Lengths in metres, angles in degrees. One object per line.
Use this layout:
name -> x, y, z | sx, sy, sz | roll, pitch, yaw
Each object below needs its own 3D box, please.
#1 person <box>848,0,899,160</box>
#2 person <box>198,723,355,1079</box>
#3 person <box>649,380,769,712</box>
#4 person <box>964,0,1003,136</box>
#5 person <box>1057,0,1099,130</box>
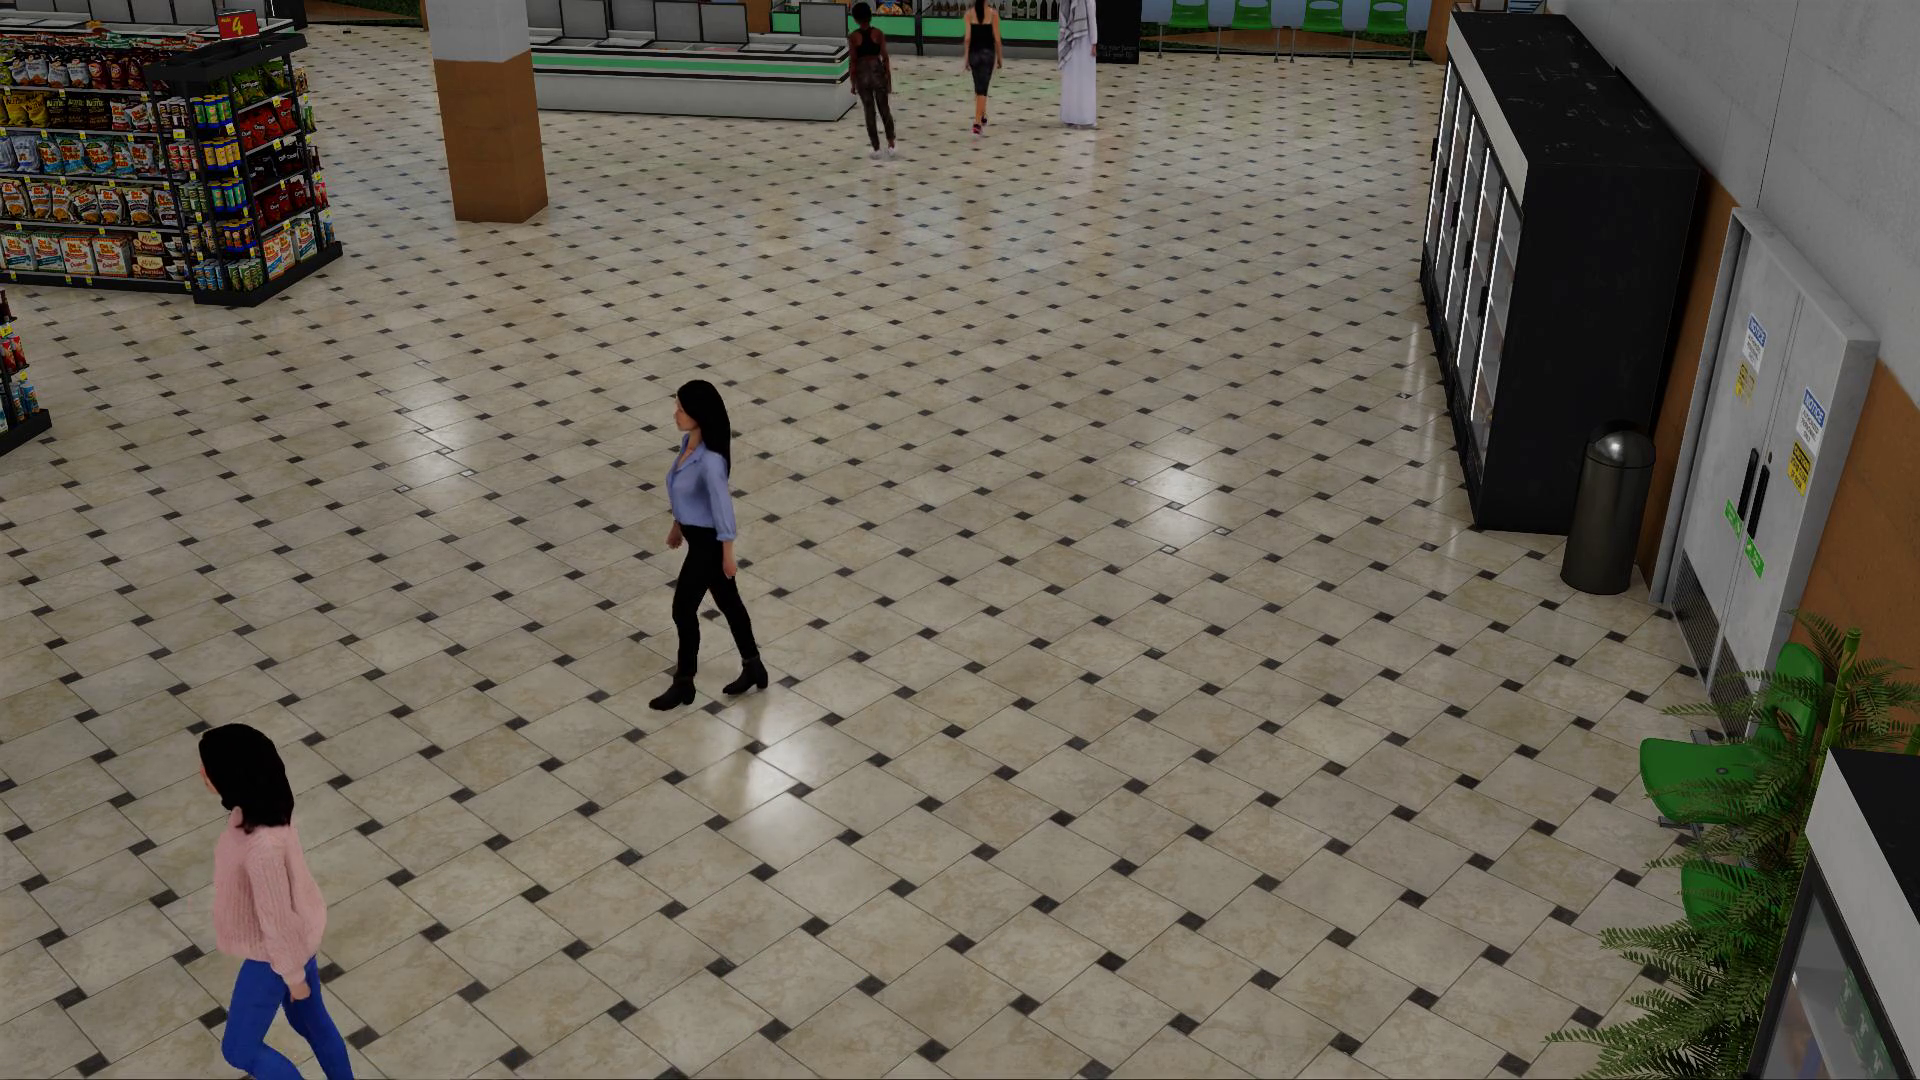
person -> -0.965, -5.046, 18.337 | 0.592, 1.672, 0.806 | 1, 27, 1
person -> -2.195, 1.363, 5.609 | 0.741, 1.755, 0.742 | -5, 27, -10
person -> -1.161, 0.029, 8.276 | 1.001, 1.723, 0.893 | -9, 28, -16
person -> 0.243, -5.538, 19.301 | 1.095, 1.679, 0.666 | 4, 27, 7
person -> 1.394, -5.859, 19.661 | 0.760, 1.926, 0.867 | 21, 34, 35
